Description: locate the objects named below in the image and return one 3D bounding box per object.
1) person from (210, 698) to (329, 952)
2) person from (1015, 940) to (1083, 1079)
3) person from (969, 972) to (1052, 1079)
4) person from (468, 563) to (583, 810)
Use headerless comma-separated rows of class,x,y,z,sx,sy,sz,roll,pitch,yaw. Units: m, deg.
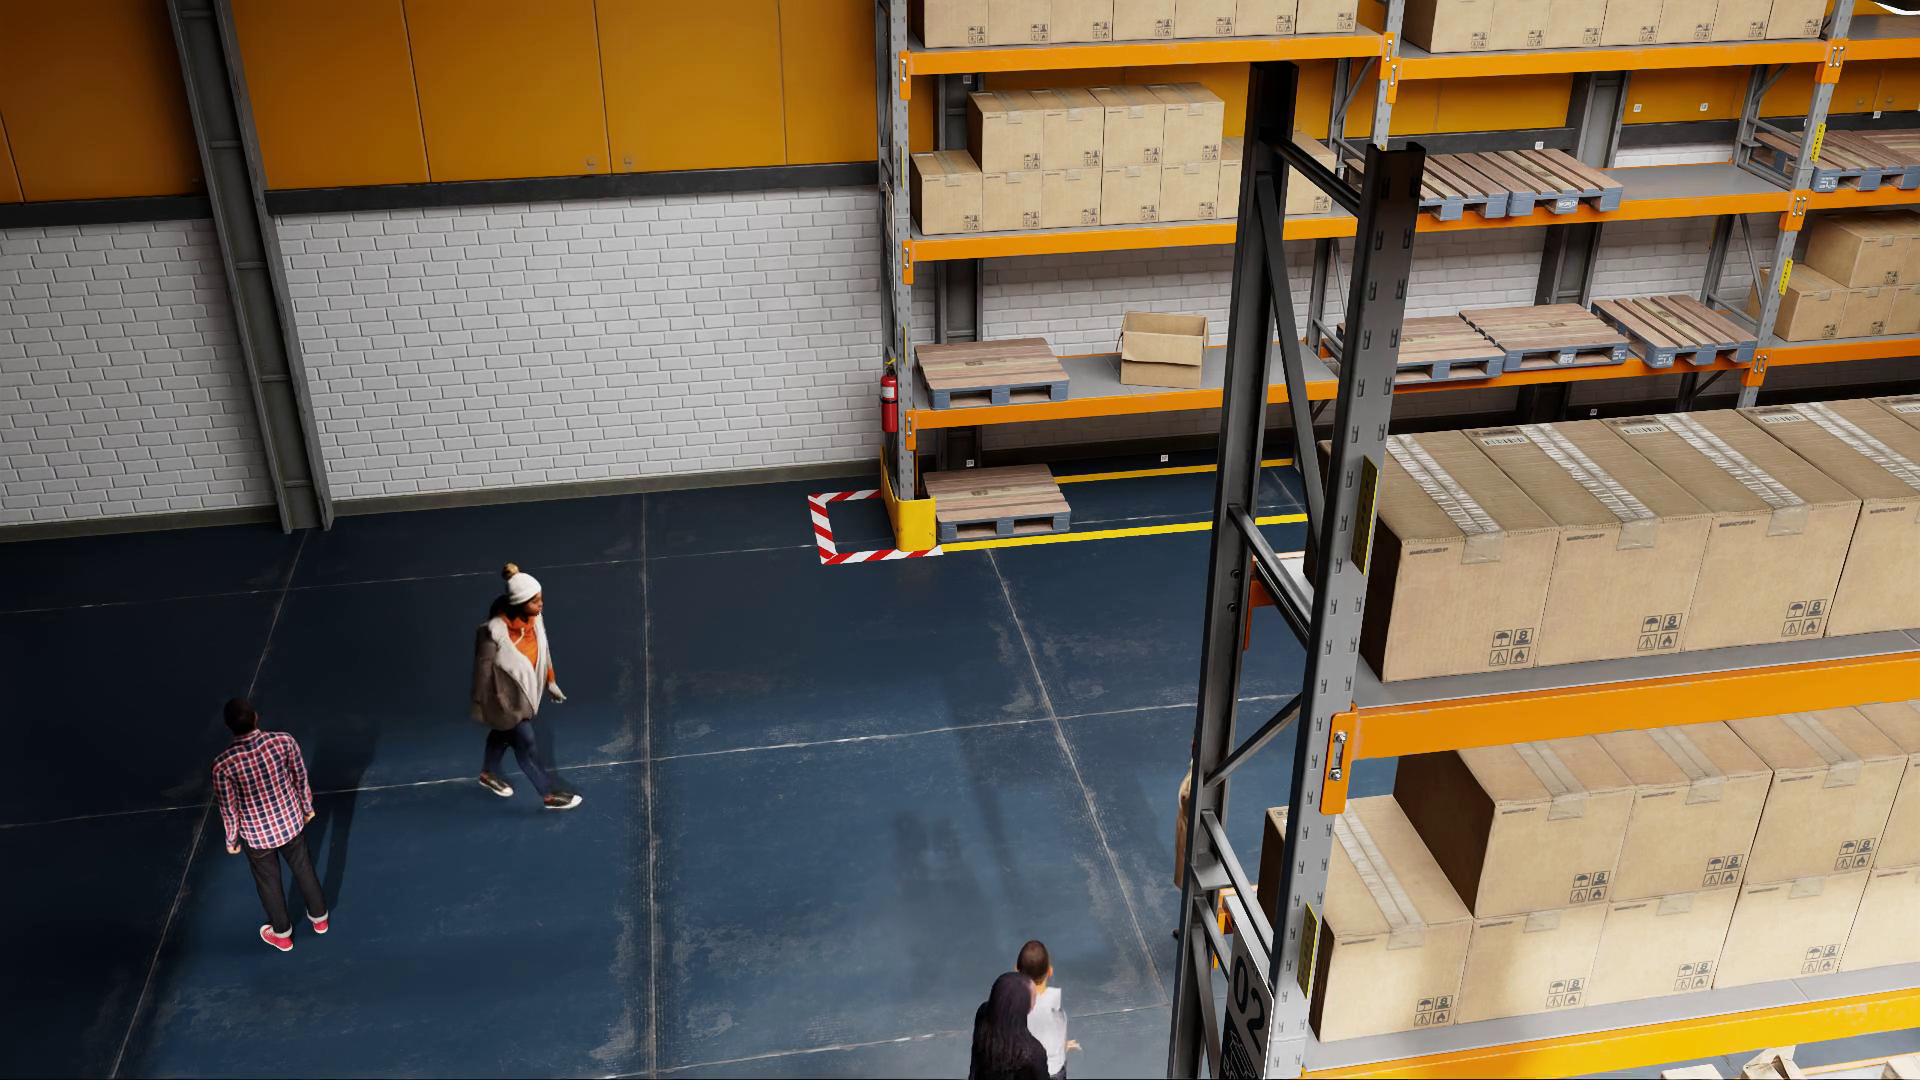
person,-4.123,1.684,9.941,0.730,1.760,0.842,-24,37,-37
person,0.397,2.651,8.514,0.996,1.429,0.902,6,29,12
person,0.144,2.803,7.981,1.268,1.671,0.927,-18,33,-30
person,-3.107,0.998,11.121,1.204,1.835,1.021,13,31,23
